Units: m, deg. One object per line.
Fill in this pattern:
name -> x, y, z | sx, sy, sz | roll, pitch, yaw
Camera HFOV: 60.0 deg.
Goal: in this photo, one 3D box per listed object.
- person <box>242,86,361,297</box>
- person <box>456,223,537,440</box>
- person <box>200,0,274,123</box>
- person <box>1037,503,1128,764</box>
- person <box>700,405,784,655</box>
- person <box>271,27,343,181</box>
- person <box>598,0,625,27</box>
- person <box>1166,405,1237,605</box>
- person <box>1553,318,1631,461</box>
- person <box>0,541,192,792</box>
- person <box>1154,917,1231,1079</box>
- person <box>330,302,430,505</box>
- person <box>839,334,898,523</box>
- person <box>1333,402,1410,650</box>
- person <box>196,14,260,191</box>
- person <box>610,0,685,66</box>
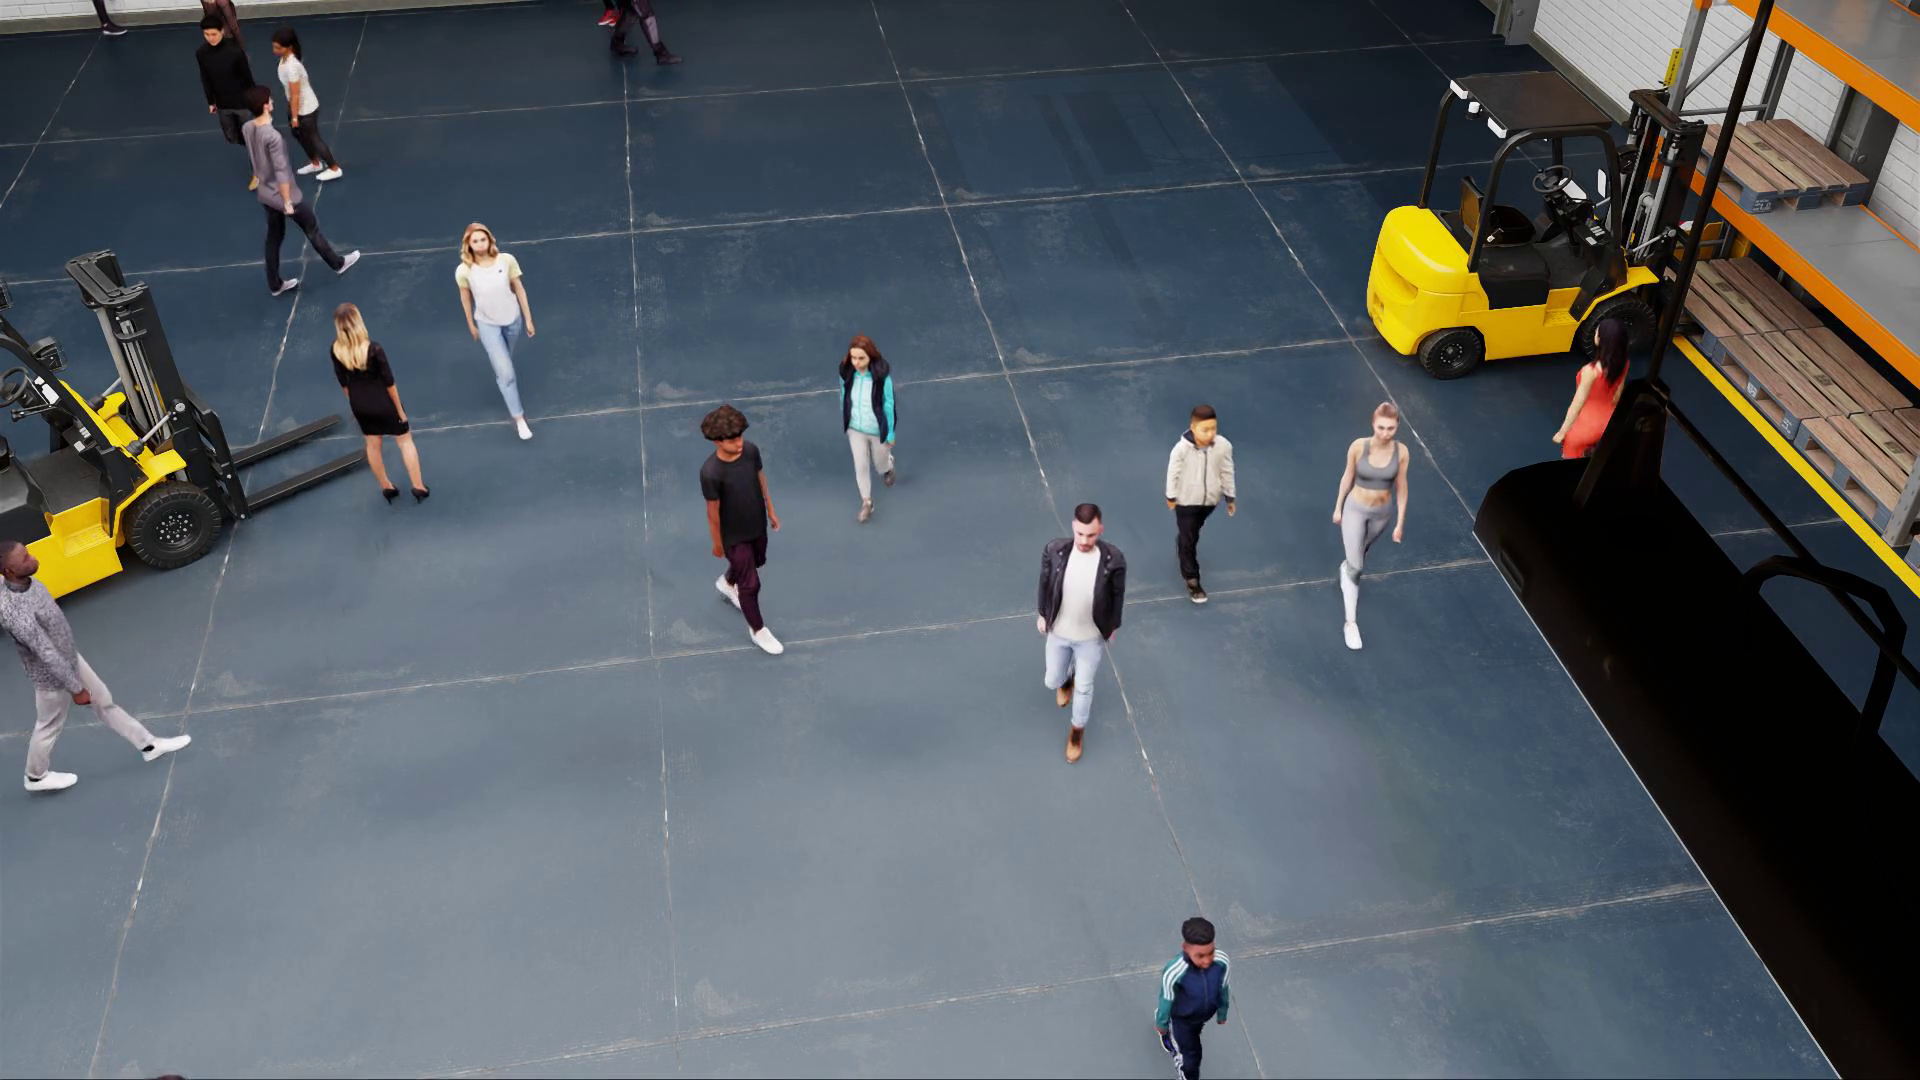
person -> -5.904, -2.928, 14.239 | 1.101, 1.816, 1.163 | 24, 44, 27
person -> -3.564, -1.692, 12.806 | 0.916, 1.674, 1.240 | -20, 43, -23
person -> -7.482, -5.062, 17.000 | 0.662, 1.705, 0.725 | 24, 45, 27
person -> 0.710, 0.477, 9.969 | 0.834, 1.825, 0.954 | 7, 39, 9
person -> -1.450, -0.145, 10.795 | 1.062, 1.766, 1.003 | 24, 45, 27
person -> -6.261, -4.169, 15.971 | 0.788, 1.594, 0.661 | -7, 39, -9
person -> -4.066, -6.708, 19.117 | 0.815, 1.635, 0.751 | -16, 41, -19
person -> 1.582, -0.341, 11.316 | 0.685, 1.422, 0.930 | -13, 40, -16
person -> 4.442, -0.737, 11.583 | 0.764, 1.707, 0.884 | -22, 44, -25
person -> -5.333, 0.781, 9.617 | 0.933, 1.789, 1.186 | -14, 41, -17
person -> 1.121, 2.266, 8.202 | 0.616, 1.234, 0.917 | -13, 41, -16
person -> -4.191, -0.916, 11.837 | 0.650, 1.671, 0.601 | 5, 39, 6
person -> -0.624, -0.845, 11.894 | 0.768, 1.489, 0.895 | 11, 40, 14
person -> 2.679, -0.206, 10.957 | 0.757, 1.659, 1.165 | 2, 39, 3
person -> -6.950, -4.250, 15.985 | 0.824, 1.704, 0.930 | 3, 39, 4
person -> -3.662, -6.139, 18.214 | 0.943, 1.875, 1.141 | 3, 39, 4
